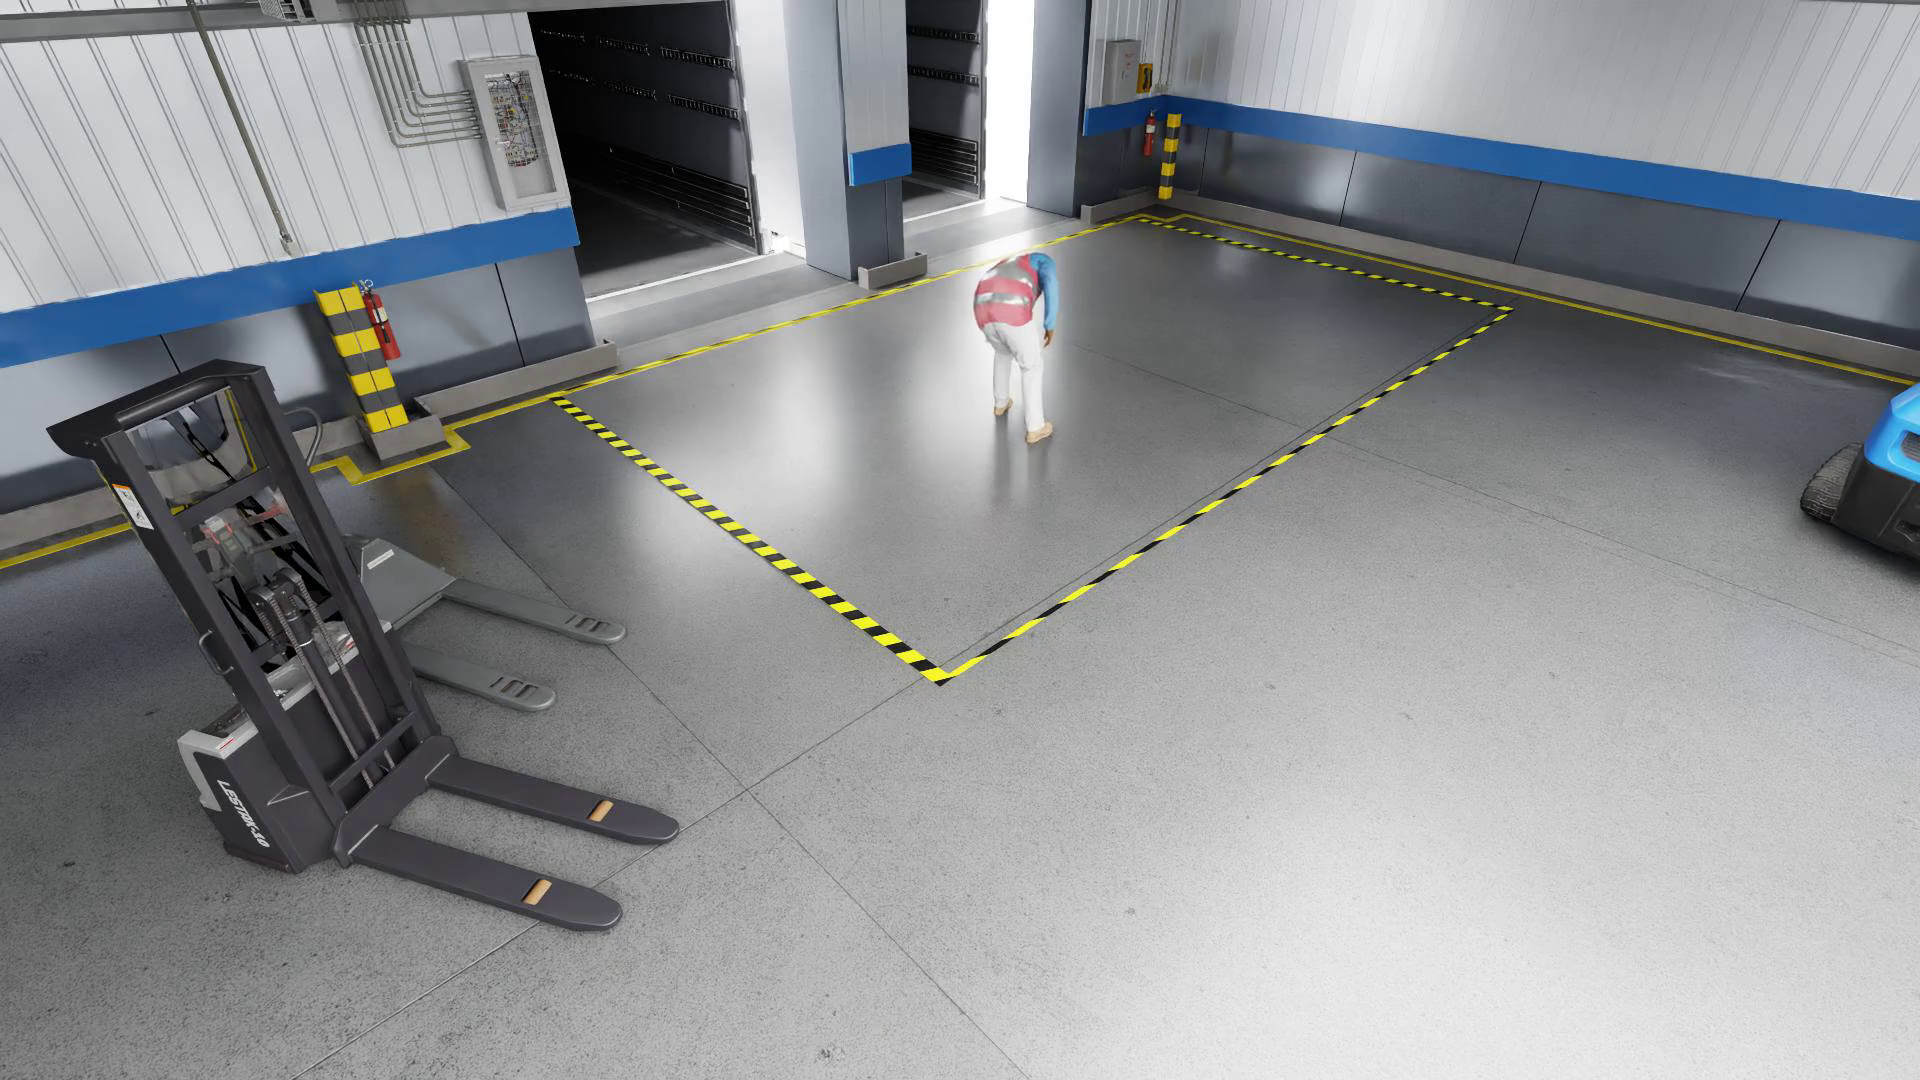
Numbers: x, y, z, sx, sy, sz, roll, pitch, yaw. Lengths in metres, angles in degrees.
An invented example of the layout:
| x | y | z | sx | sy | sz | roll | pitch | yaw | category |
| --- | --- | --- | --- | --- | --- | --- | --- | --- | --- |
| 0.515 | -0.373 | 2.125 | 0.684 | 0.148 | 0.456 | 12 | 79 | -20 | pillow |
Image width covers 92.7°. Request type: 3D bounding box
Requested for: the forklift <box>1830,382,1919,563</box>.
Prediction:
| x | y | z | sx | sy | sz | roll | pitch | yaw | category |
| --- | --- | --- | --- | --- | --- | --- | --- | --- | --- |
| 6.611 | -0.966 | 5.078 | 2.680 | 2.036 | 1.157 | -12 | 36 | -18 | forklift |

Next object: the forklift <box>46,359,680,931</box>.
| x | y | z | sx | sy | sz | roll | pitch | yaw | category |
| --- | --- | --- | --- | --- | --- | --- | --- | --- | --- |
| -2.135 | 0.422 | 3.354 | 1.885 | 1.965 | 0.823 | 10 | 35 | 14 | forklift |

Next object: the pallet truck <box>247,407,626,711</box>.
| x | y | z | sx | sy | sz | roll | pitch | yaw | category |
| --- | --- | --- | --- | --- | --- | --- | --- | --- | --- |
| -2.628 | 0.038 | 4.590 | 1.601 | 1.201 | 0.680 | 12 | 36 | 18 | pallet truck |

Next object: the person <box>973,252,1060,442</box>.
| x | y | z | sx | sy | sz | roll | pitch | yaw | category |
| --- | --- | --- | --- | --- | --- | --- | --- | --- | --- |
| 0.482 | -1.510 | 6.888 | 0.880 | 1.262 | 0.912 | -25 | 41 | -32 | person |
